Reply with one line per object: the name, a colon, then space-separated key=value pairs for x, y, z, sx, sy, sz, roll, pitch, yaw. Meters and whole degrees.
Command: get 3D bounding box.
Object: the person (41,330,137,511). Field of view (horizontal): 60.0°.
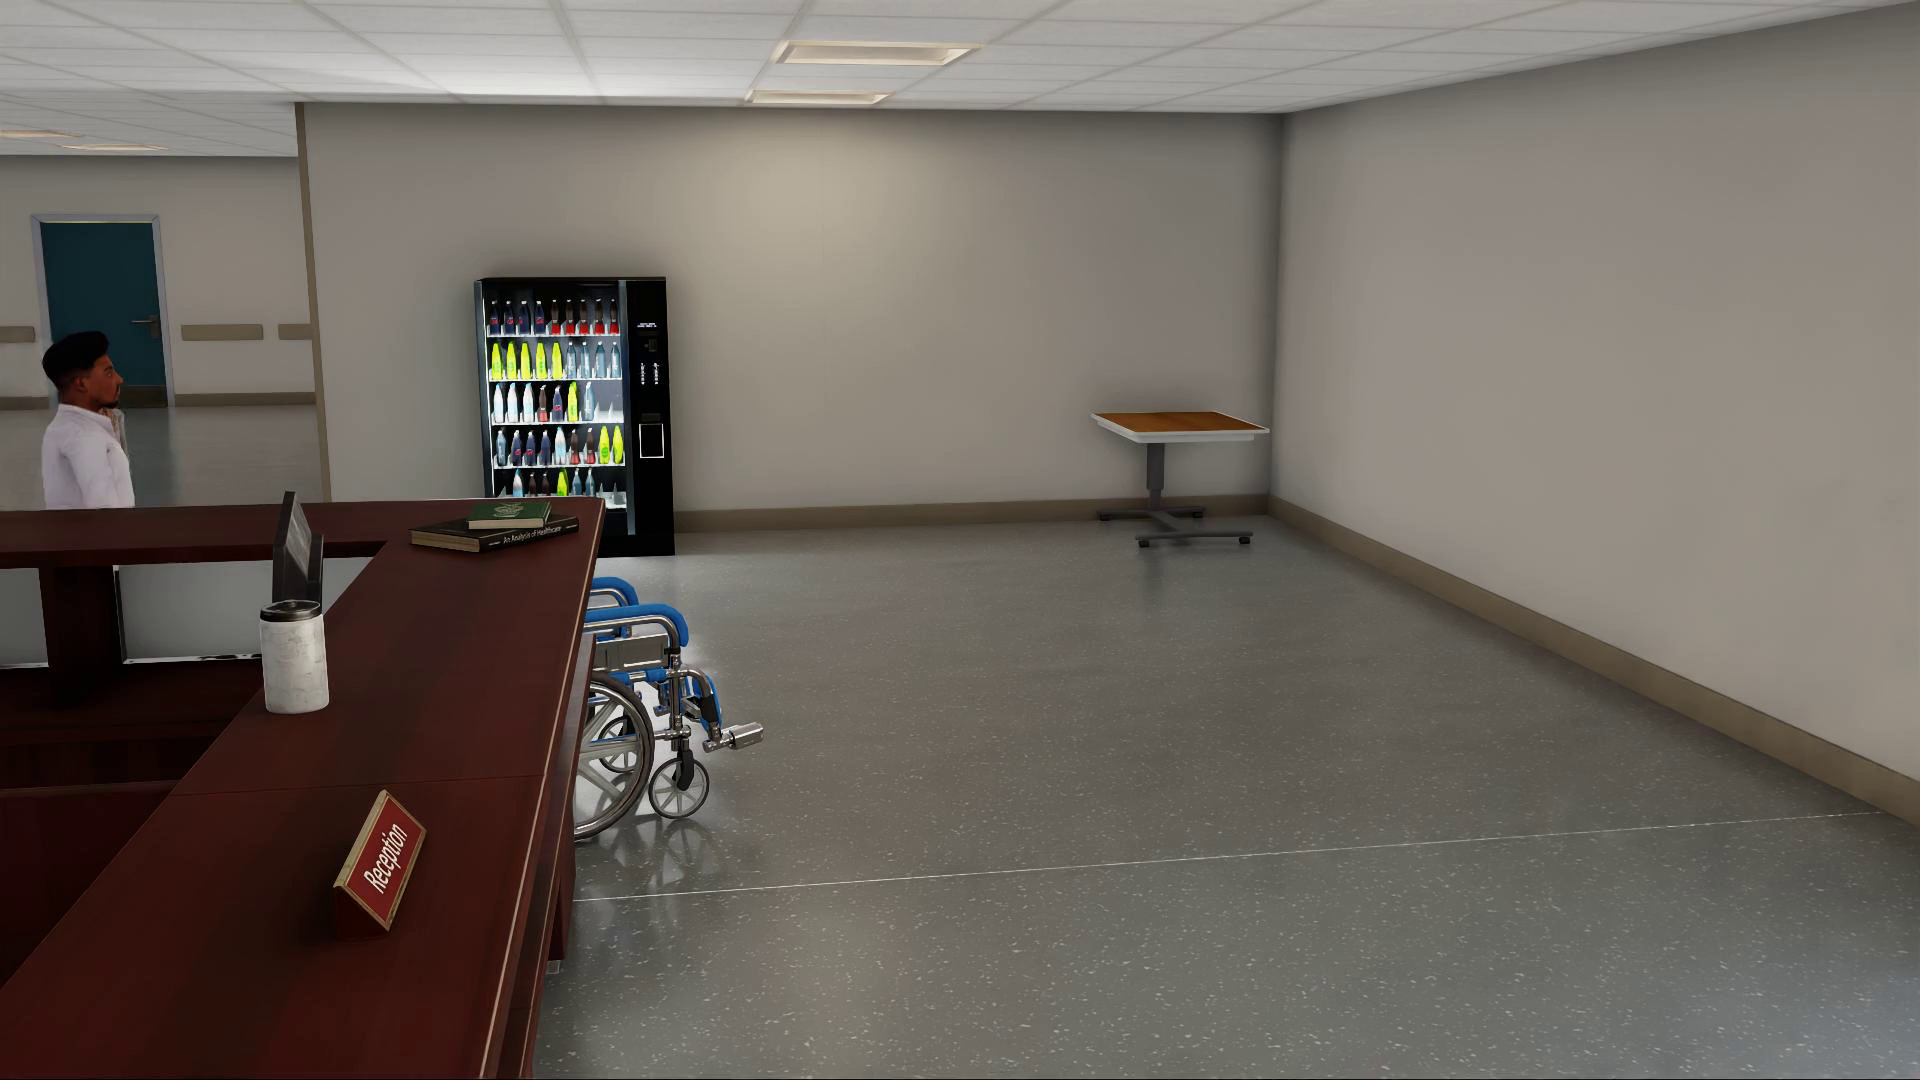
person: x=-3.278 y=0.138 z=6.170 sx=0.766 sy=1.801 sz=0.738 roll=-6 pitch=12 yaw=-29
